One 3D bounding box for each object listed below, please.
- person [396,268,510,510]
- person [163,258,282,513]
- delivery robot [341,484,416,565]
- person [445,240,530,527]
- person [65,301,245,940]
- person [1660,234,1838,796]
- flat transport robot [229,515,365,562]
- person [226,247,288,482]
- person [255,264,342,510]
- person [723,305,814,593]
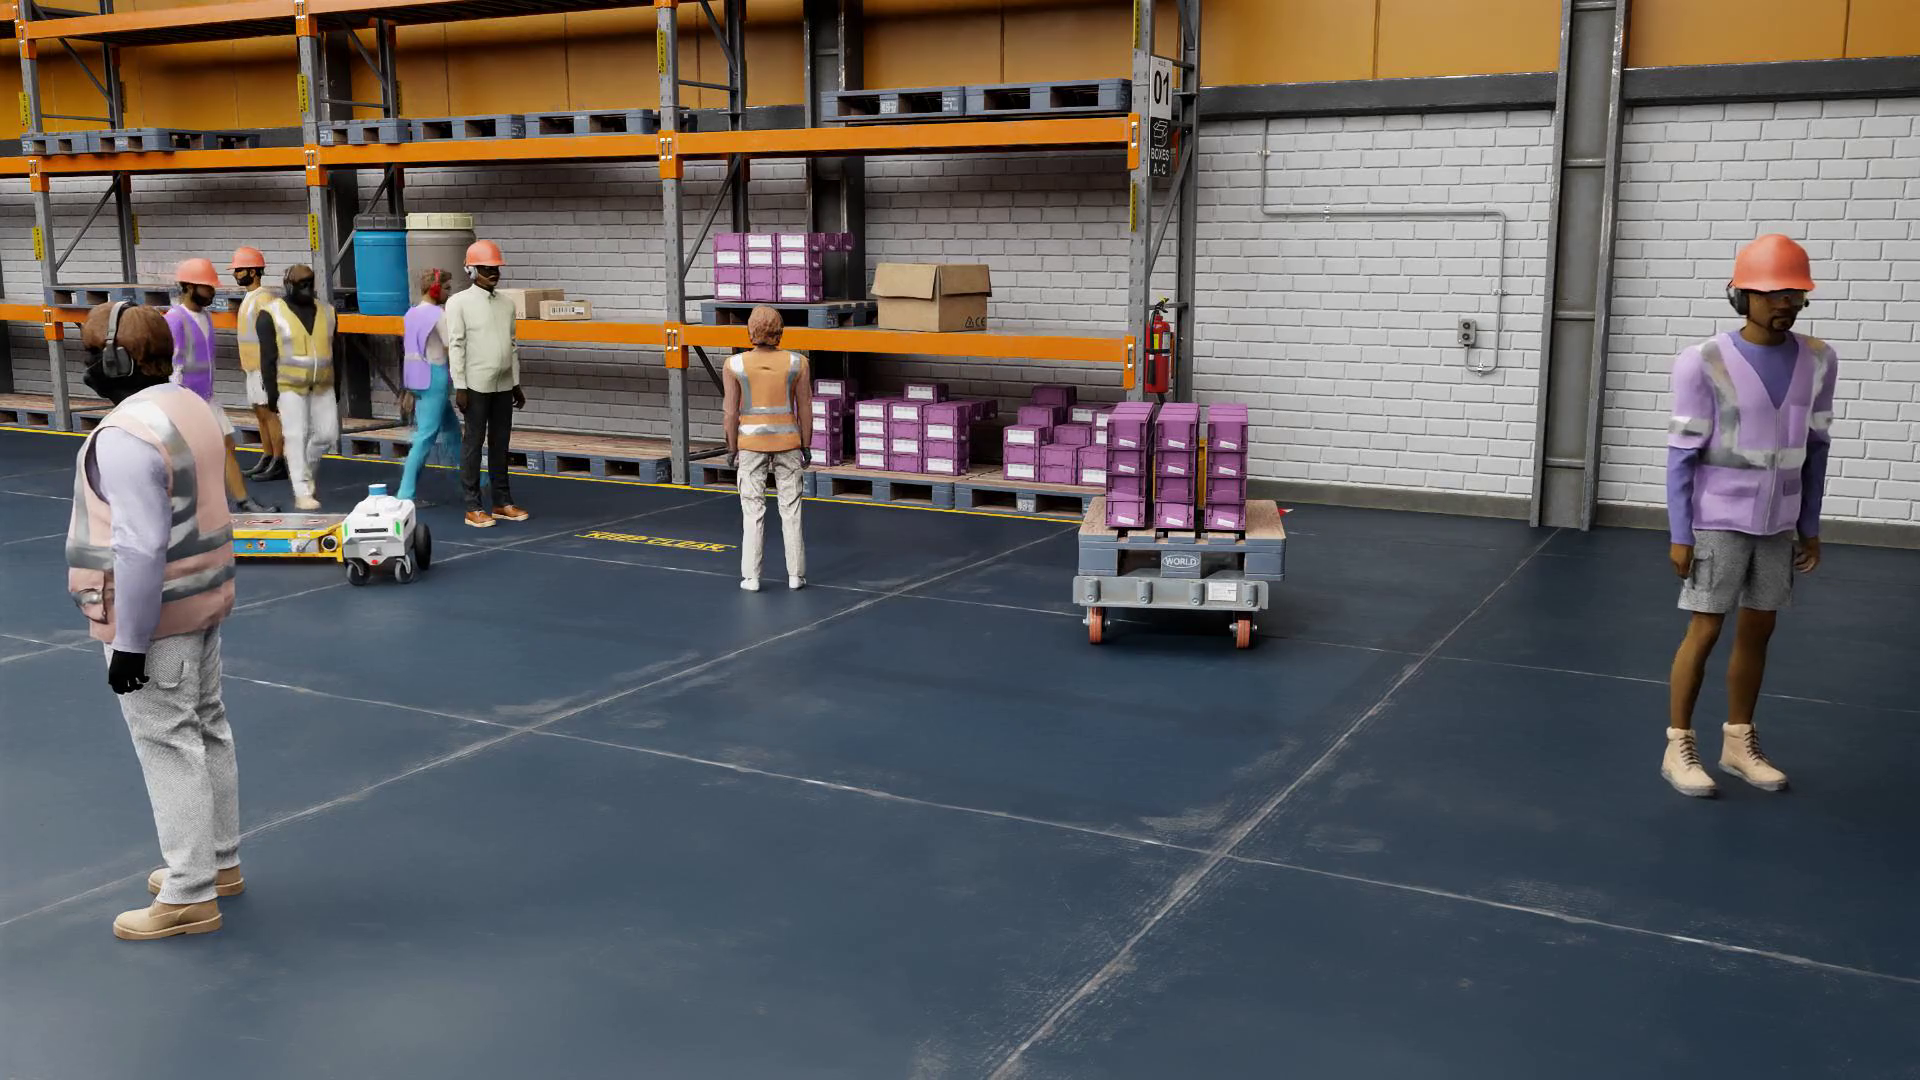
[{"bbox_3d":[-3.855,-1.134,12.489,0.983,1.777,0.559,-8,13,-38],"label":"person"},{"bbox_3d":[-5.293,-0.997,11.495,1.018,1.876,0.572,2,10,8],"label":"person"},{"bbox_3d":[-3.440,-0.086,9.864,0.477,0.478,0.707,-2,11,-11],"label":"delivery robot"},{"bbox_3d":[-3.325,-1.099,11.722,0.377,1.995,0.608,6,12,30],"label":"person"},{"bbox_3d":[-2.344,0.232,4.850,0.429,1.841,0.634,-1,10,-7],"label":"person"},{"bbox_3d":[2.847,-0.069,5.997,0.612,2.034,0.437,-1,10,-8],"label":"person"},{"bbox_3d":[-4.323,-0.025,10.562,1.431,0.197,0.652,0,10,2],"label":"flat transport robot"},{"bbox_3d":[-5.846,-1.454,13.826,0.356,1.937,0.552,-8,13,-38],"label":"person"},{"bbox_3d":[-4.938,-1.148,12.463,0.535,1.827,0.638,10,14,43],"label":"person"},{"bbox_3d":[-1.085,-0.510,9.469,0.515,1.640,0.307,-2,11,-11],"label":"person"}]
